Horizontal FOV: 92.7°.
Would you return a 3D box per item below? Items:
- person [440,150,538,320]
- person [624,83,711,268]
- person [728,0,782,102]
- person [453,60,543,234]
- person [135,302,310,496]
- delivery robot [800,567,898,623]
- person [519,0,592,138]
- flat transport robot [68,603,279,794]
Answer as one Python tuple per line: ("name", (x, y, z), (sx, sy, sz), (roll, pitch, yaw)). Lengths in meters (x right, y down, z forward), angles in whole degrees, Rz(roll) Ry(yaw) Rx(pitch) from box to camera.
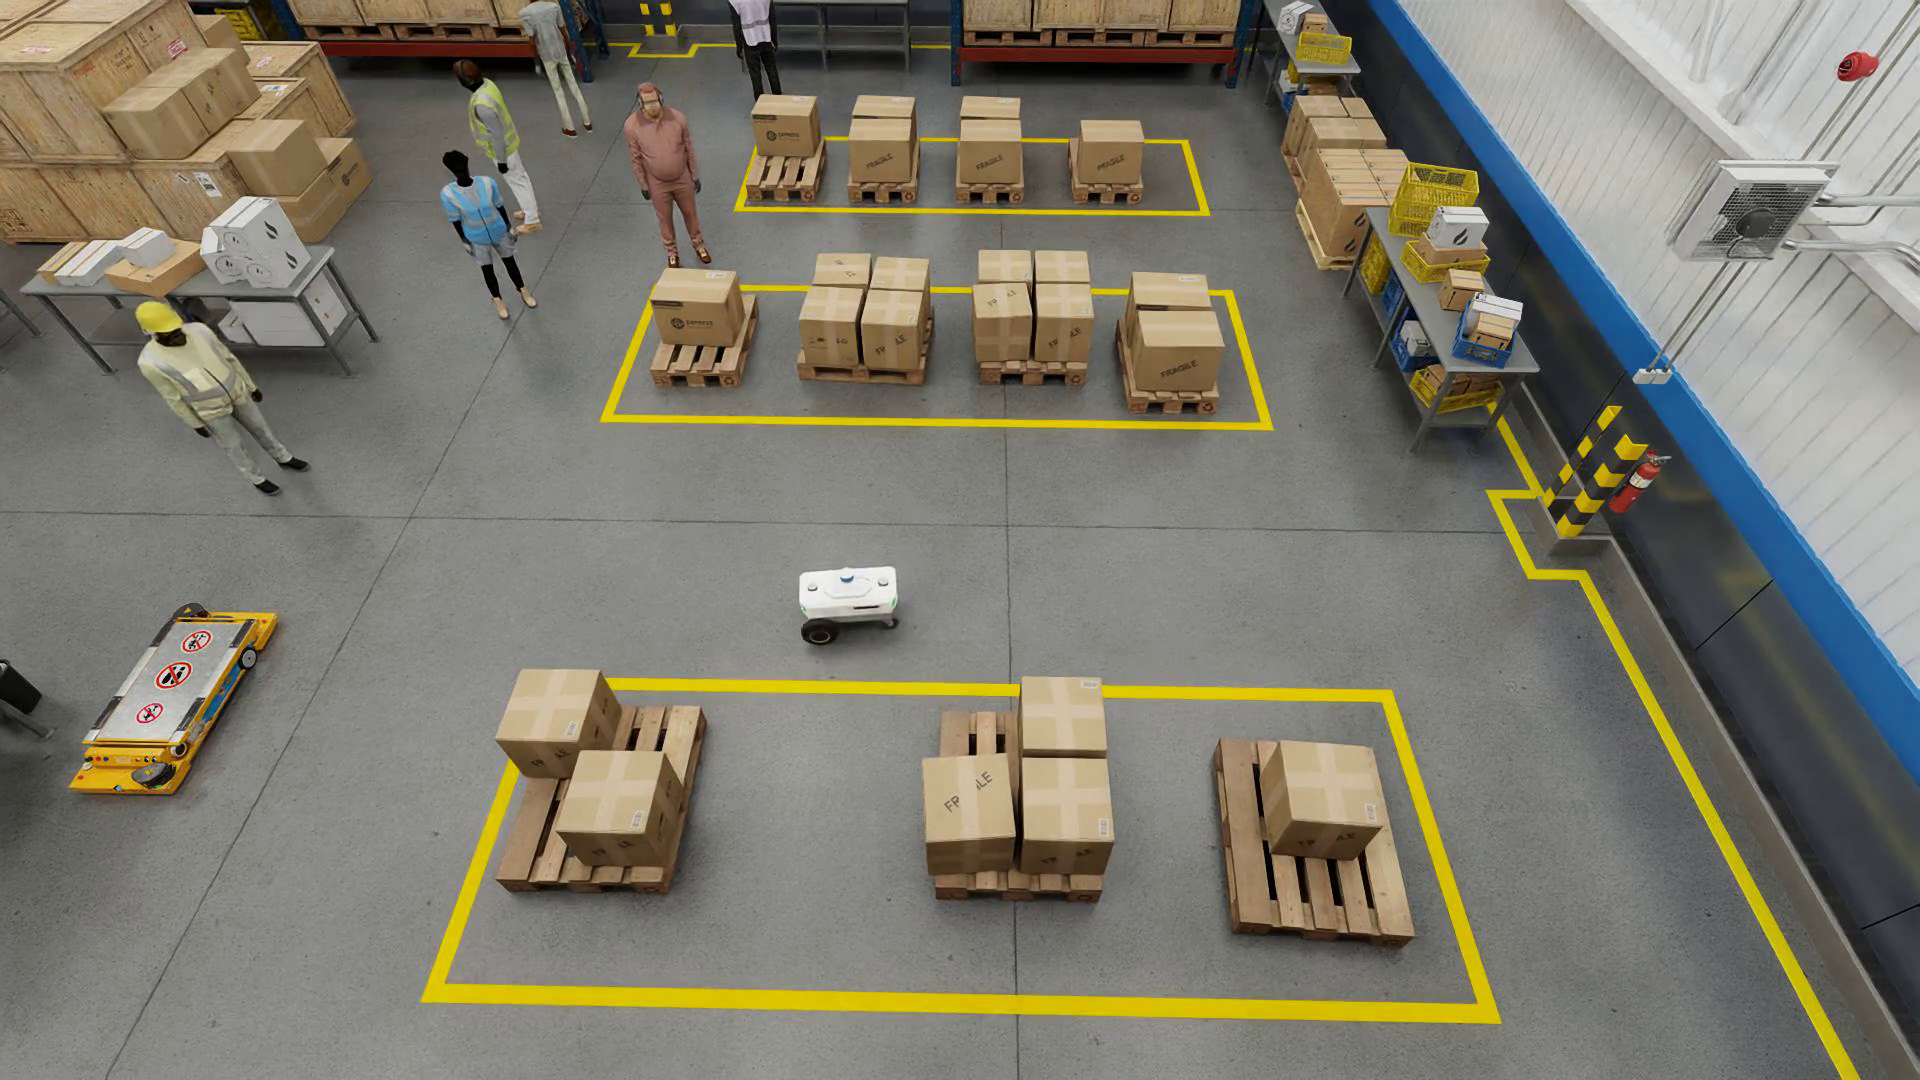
("person", (-4.609, -2.973, 8.936), (0.532, 1.697, 0.322), (-30, 56, -23))
("person", (-2.987, -3.707, 9.419), (0.641, 1.913, 0.408), (-19, 52, -15))
("person", (-2.578, -6.340, 11.642), (0.590, 1.919, 0.392), (-26, 55, -21))
("person", (-4.975, -4.235, 9.916), (0.430, 1.837, 0.620), (-12, 51, -10))
("person", (-5.879, -1.109, 7.277), (0.403, 1.825, 0.594), (17, 52, 14))
("delivery robot", (-0.816, 0.392, 6.773), (0.707, 0.478, 0.477), (-4, 50, -3))
("person", (-5.042, -5.975, 11.364), (0.521, 1.873, 0.328), (-31, 56, -23))
("flat transport robot", (-5.504, 1.072, 6.442), (0.652, 0.197, 1.431), (1, 50, 1))
